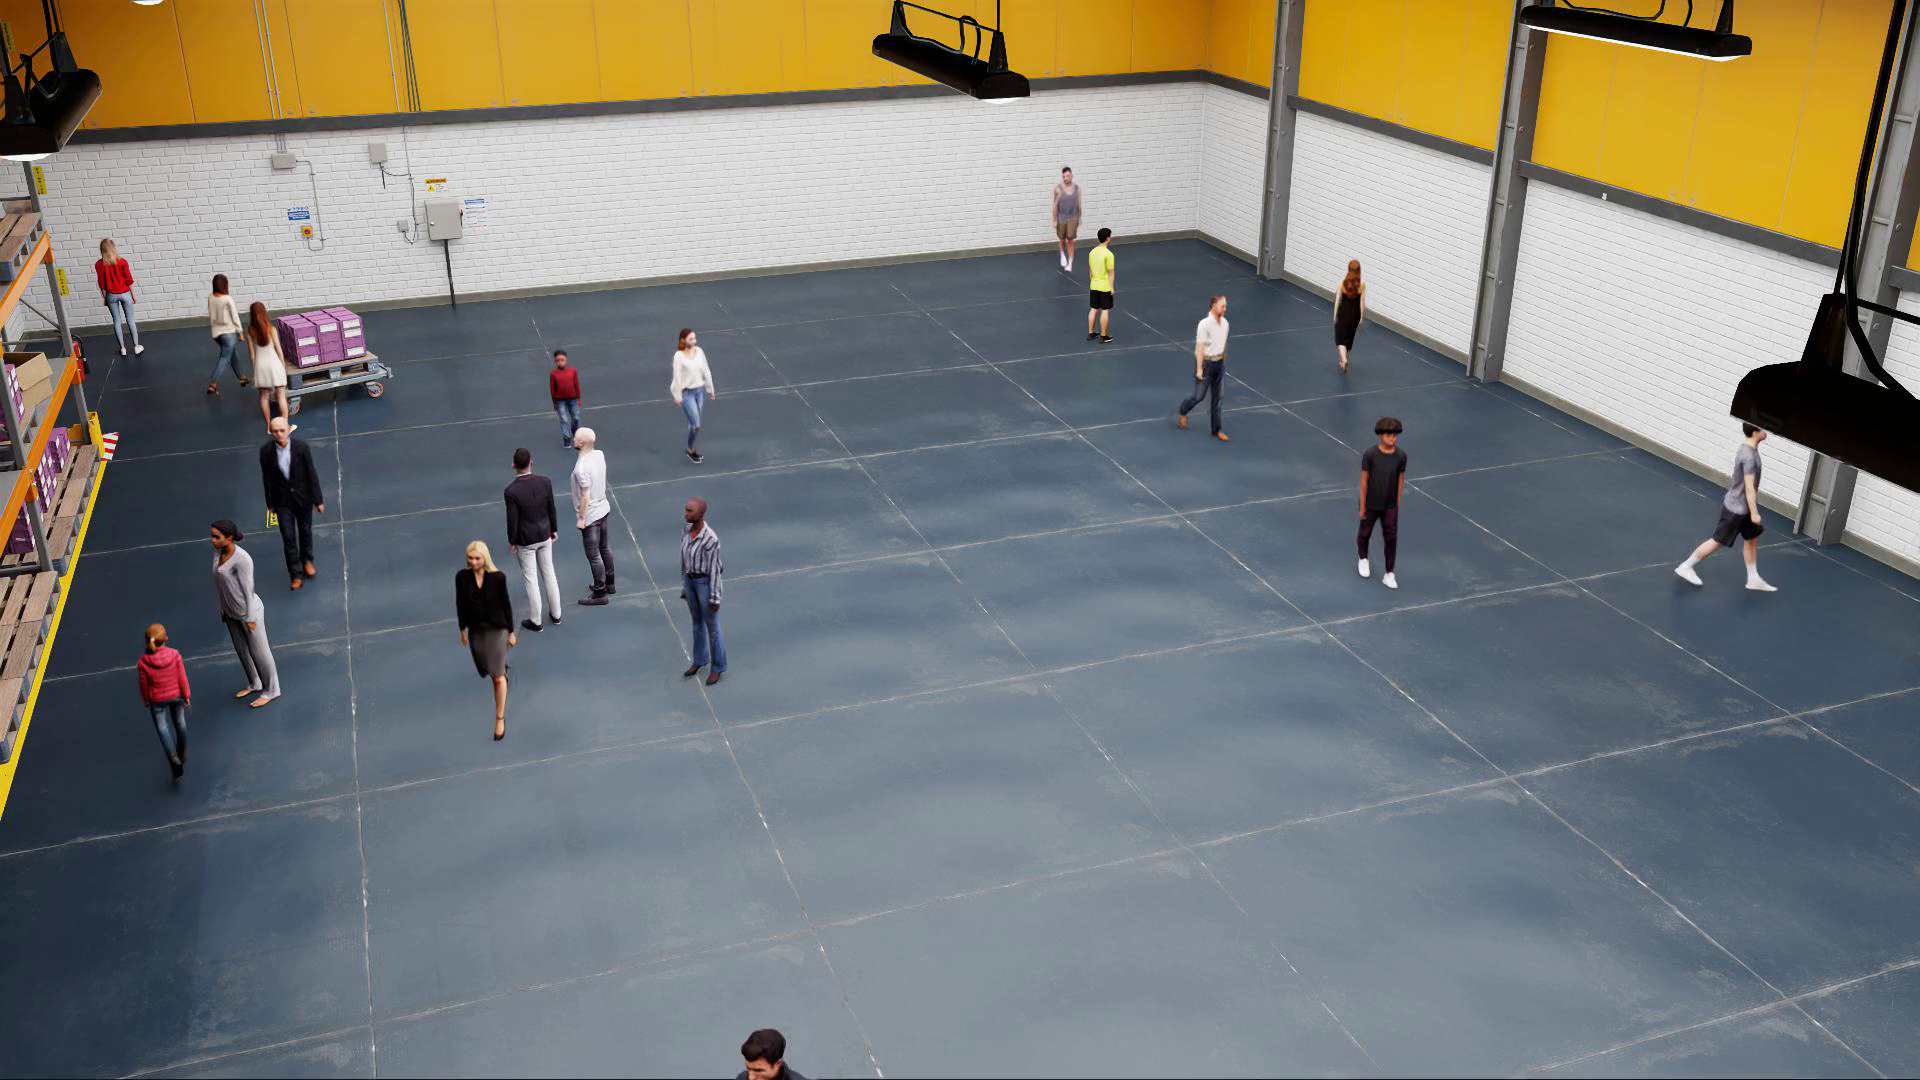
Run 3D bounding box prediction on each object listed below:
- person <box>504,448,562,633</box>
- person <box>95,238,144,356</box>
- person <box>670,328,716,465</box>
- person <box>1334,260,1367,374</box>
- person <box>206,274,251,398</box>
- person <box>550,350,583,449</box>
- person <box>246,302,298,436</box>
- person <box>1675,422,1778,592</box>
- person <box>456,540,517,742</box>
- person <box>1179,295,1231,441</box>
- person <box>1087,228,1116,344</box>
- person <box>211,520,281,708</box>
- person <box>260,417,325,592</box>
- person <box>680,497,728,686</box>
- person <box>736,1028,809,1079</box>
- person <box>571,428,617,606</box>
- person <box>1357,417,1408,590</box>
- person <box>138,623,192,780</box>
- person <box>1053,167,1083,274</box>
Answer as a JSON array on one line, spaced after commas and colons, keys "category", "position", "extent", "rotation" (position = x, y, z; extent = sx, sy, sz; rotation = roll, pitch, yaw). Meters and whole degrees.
[{"category": "person", "position": [-4.092, -0.007, 15.955], "extent": [0.723, 1.838, 0.673], "rotation": [-18, 29, -35]}, {"category": "person", "position": [-12.255, -3.544, 24.212], "extent": [0.621, 1.706, 0.489], "rotation": [-9, 25, -20]}, {"category": "person", "position": [-3.314, -1.767, 20.183], "extent": [0.773, 1.675, 0.744], "rotation": [17, 29, 34]}, {"category": "person", "position": [5.466, -3.100, 23.327], "extent": [0.791, 1.600, 1.014], "rotation": [1, 24, 3]}, {"category": "person", "position": [-9.970, -2.719, 22.414], "extent": [1.087, 1.634, 1.137], "rotation": [11, 26, 23]}, {"category": "person", "position": [-4.927, -1.792, 20.774], "extent": [0.523, 1.248, 0.551], "rotation": [-8, 25, -17]}, {"category": "person", "position": [-8.778, -2.185, 21.098], "extent": [0.613, 1.709, 0.607], "rotation": [-1, 24, -3]}, {"category": "person", "position": [7.734, -0.351, 16.739], "extent": [1.264, 1.841, 1.149], "rotation": [13, 27, 27]}, {"category": "person", "position": [-3.981, 0.790, 14.148], "extent": [0.816, 1.824, 1.056], "rotation": [-1, 24, -2]}, {"category": "person", "position": [3.099, -2.207, 20.989], "extent": [0.818, 1.837, 1.100], "rotation": [-14, 27, -29]}, {"category": "person", "position": [2.111, -3.801, 24.797], "extent": [0.738, 1.706, 0.596], "rotation": [-20, 30, -38]}, {"category": "person", "position": [-6.323, 0.612, 14.670], "extent": [0.674, 1.732, 0.768], "rotation": [15, 28, 30]}, {"category": "person", "position": [-6.814, -0.432, 17.014], "extent": [0.686, 1.768, 1.038], "rotation": [-9, 25, -19]}, {"category": "person", "position": [-2.318, 0.440, 14.985], "extent": [0.630, 1.795, 0.759], "rotation": [21, 31, 39]}, {"category": "person", "position": [-0.827, 3.222, 8.497], "extent": [1.246, 1.895, 1.292], "rotation": [10, 25, 21]}, {"category": "person", "position": [-3.647, -0.256, 16.532], "extent": [0.812, 1.832, 0.700], "rotation": [4, 24, 9]}, {"category": "person", "position": [4.280, -0.445, 17.050], "extent": [0.832, 1.763, 1.023], "rotation": [1, 24, 3]}, {"category": "person", "position": [-6.482, 1.323, 13.582], "extent": [0.612, 1.301, 0.880], "rotation": [-14, 27, -29]}, {"category": "person", "position": [1.839, -5.496, 28.451], "extent": [1.002, 1.792, 1.307], "rotation": [0, 24, 0]}]
